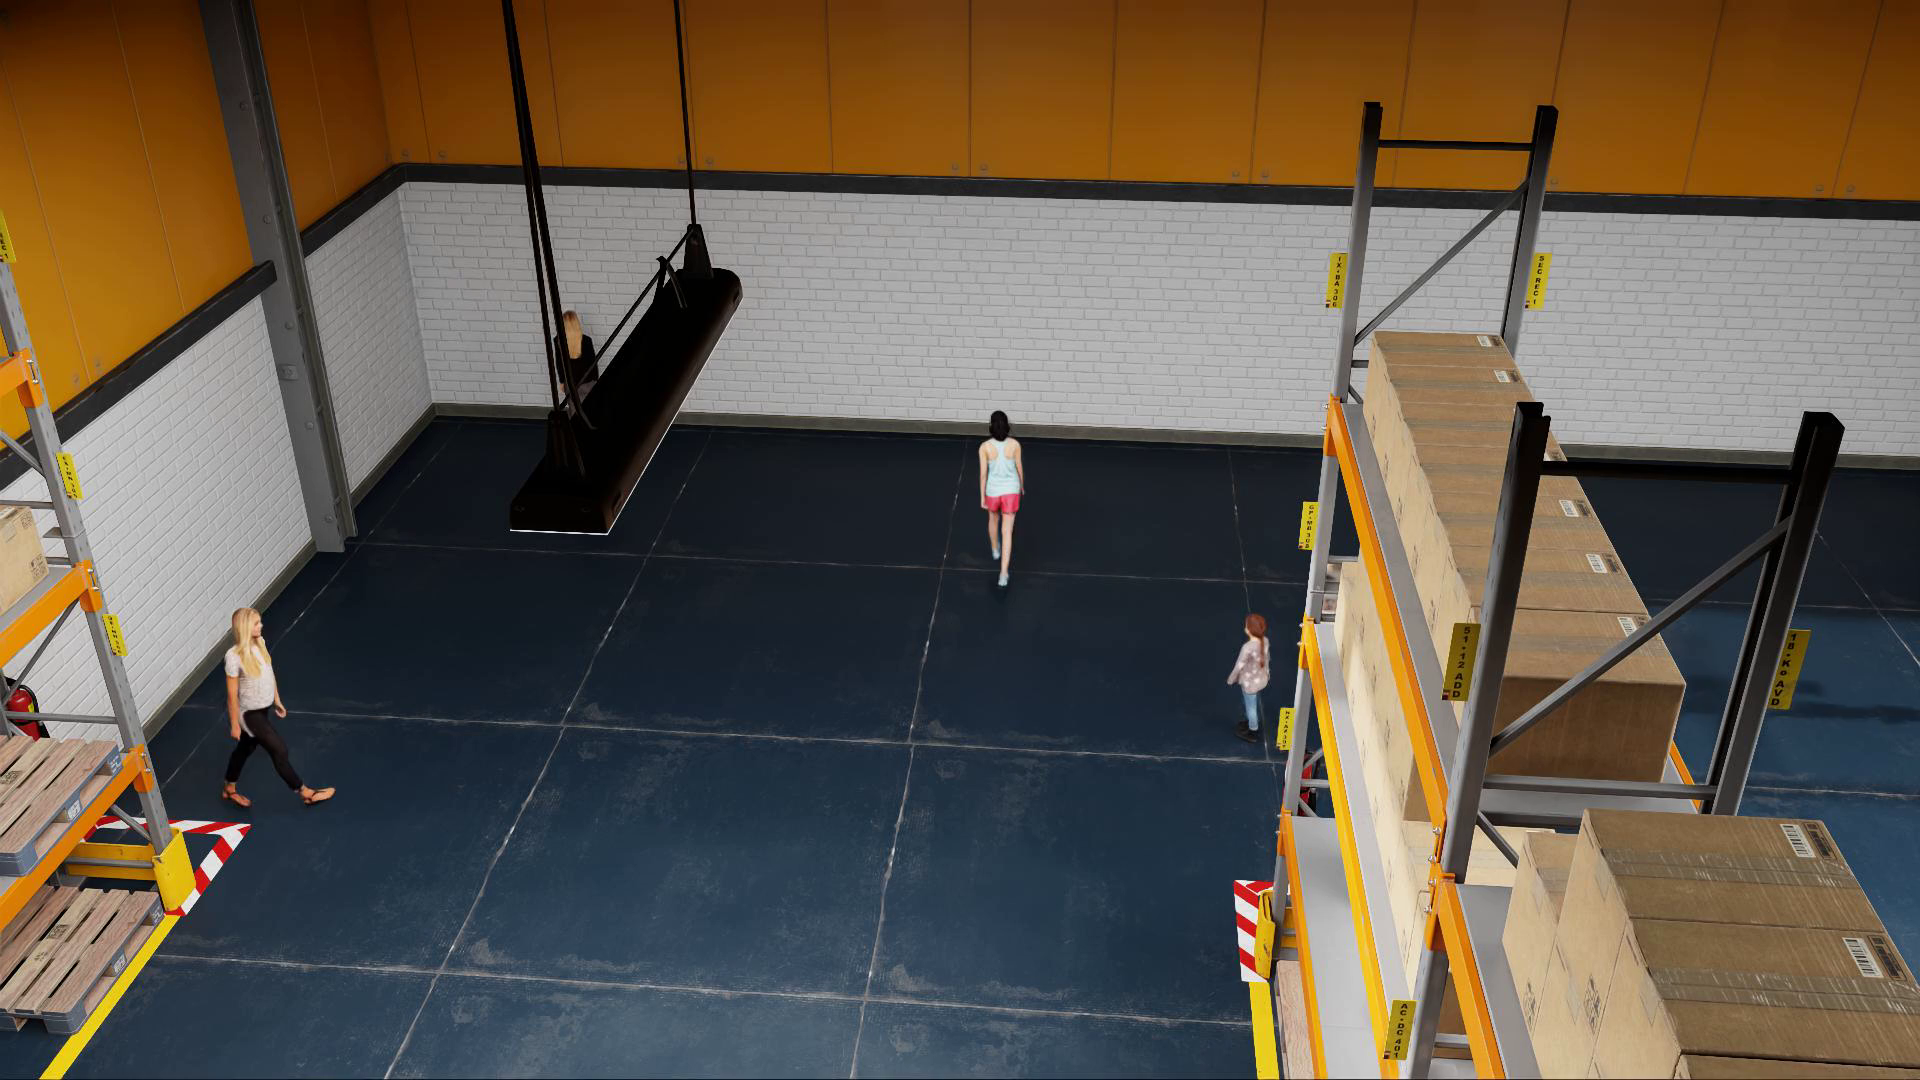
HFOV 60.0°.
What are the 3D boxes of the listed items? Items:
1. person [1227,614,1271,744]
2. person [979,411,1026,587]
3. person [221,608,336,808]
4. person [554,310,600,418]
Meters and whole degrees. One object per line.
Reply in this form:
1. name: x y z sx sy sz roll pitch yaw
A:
1. person: 2.462 1.174 13.761 0.634 1.182 0.569 25 38 38
2. person: 0.421 -0.389 16.059 0.600 1.726 1.149 3 29 5
3. person: -5.535 1.352 12.819 0.700 1.773 1.059 4 29 8
4. person: -4.180 -1.664 18.275 0.606 1.843 0.551 1 29 1
